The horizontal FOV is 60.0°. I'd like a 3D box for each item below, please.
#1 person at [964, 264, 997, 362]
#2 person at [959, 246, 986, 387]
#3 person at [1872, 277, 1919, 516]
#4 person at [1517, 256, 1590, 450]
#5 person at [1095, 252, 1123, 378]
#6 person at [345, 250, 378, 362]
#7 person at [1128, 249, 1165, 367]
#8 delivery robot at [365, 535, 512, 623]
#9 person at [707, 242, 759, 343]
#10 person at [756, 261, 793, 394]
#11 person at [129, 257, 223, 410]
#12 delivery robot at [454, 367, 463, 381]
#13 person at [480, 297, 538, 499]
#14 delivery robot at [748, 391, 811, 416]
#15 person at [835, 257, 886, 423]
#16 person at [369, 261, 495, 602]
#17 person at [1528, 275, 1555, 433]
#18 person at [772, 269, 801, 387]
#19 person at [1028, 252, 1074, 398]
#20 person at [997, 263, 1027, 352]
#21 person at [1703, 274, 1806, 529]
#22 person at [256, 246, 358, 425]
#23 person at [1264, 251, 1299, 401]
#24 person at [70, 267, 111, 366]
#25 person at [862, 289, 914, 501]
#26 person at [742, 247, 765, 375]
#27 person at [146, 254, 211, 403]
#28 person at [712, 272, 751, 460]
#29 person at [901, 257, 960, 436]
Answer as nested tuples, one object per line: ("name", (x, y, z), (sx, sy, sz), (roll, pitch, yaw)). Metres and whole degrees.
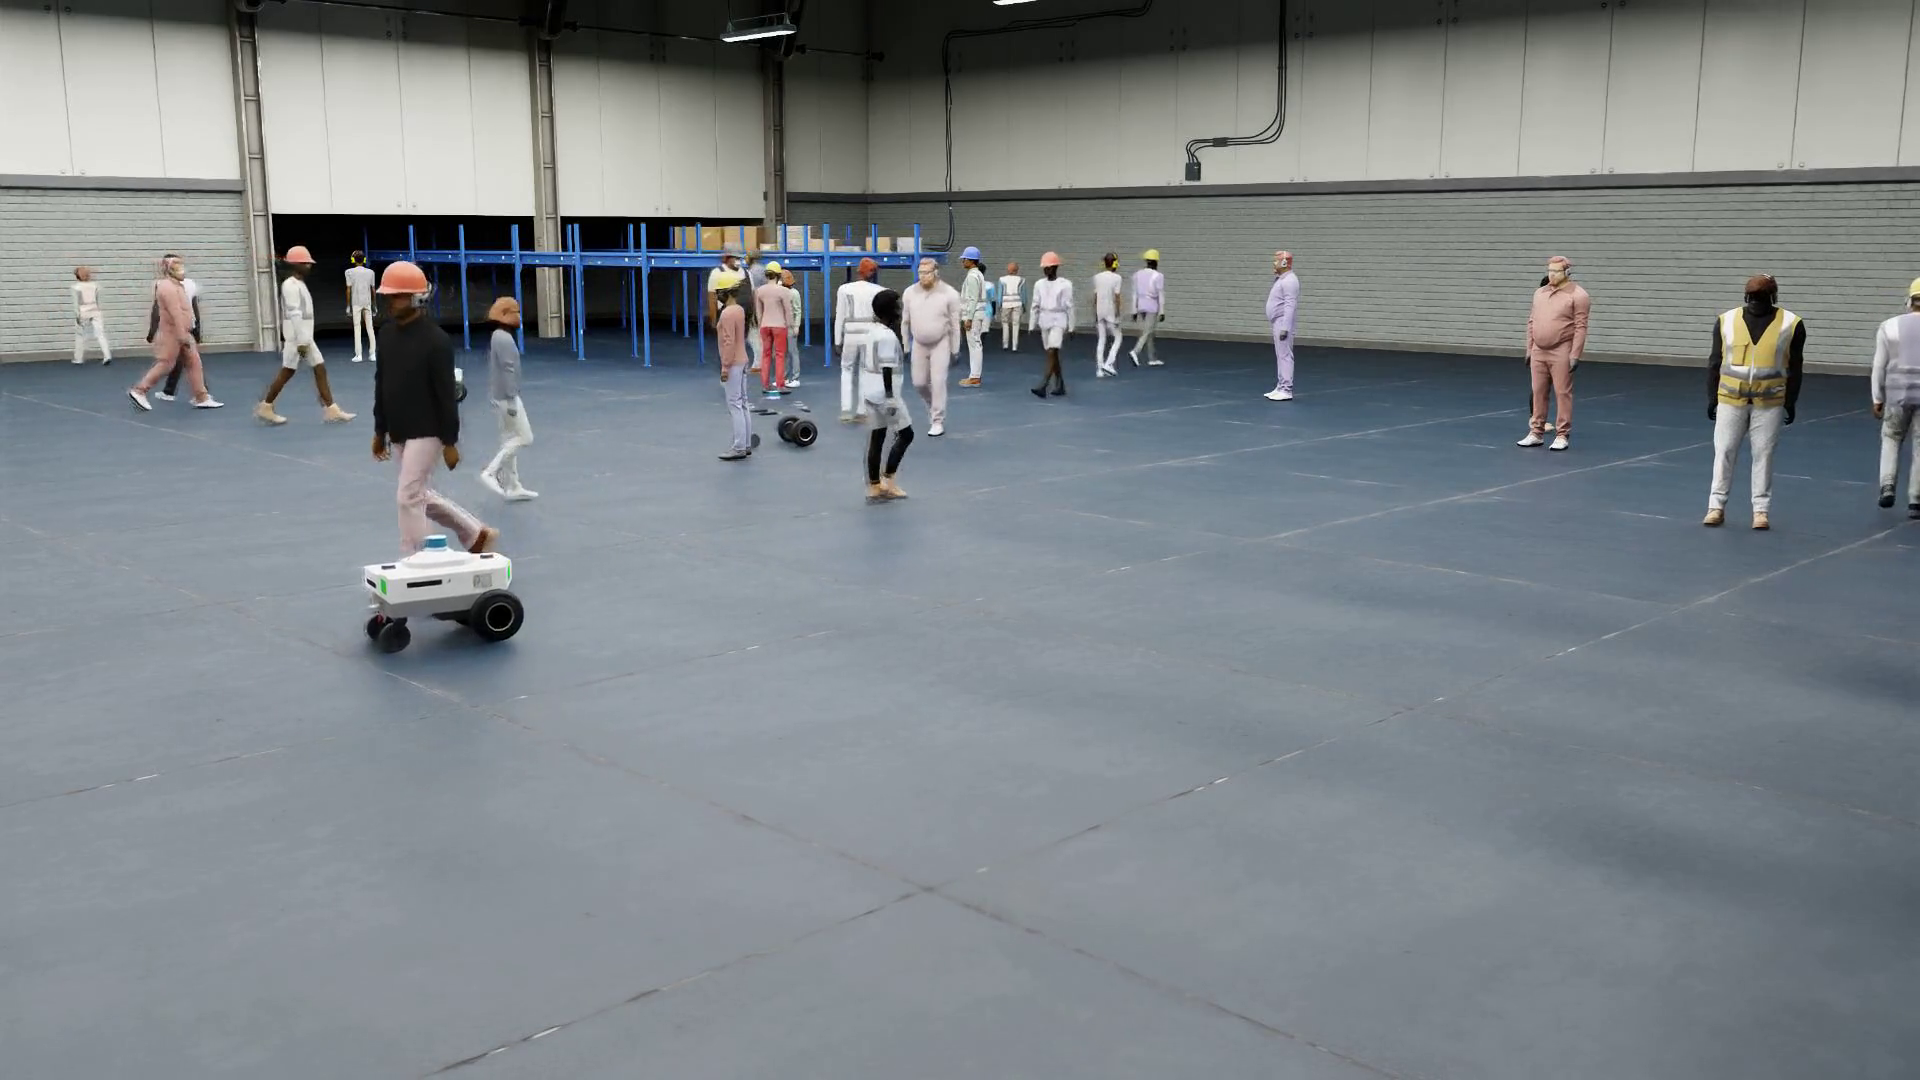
("person", (0.331, -3.598, 26.686), (0.538, 1.645, 0.884), (3, 11, 14))
("person", (0.179, -3.140, 23.397), (0.380, 1.951, 0.607), (1, 10, 6))
("person", (7.249, -1.092, 12.607), (0.599, 1.817, 0.426), (7, 12, 33))
("person", (5.889, -1.858, 16.528), (0.411, 1.908, 0.643), (-7, 13, -35))
("person", (2.196, -3.350, 24.826), (0.534, 1.855, 0.415), (8, 13, 38))
("person", (-10.088, -3.942, 28.026), (0.516, 1.865, 0.312), (-8, 13, -38))
("person", (3.009, -3.738, 26.822), (0.885, 1.899, 0.598), (-9, 14, -41))
("delivery robot", (-2.744, 0.217, 8.758), (0.707, 0.478, 0.477), (-7, 13, -33))
("person", (-3.057, -3.082, 22.952), (0.659, 2.000, 0.691), (10, 14, 44))
("person", (-2.480, -2.834, 22.243), (0.525, 1.768, 0.330), (5, 12, 27))
("person", (-9.611, -2.511, 20.230), (0.965, 1.863, 0.632), (-2, 11, -13))
("delivery robot", (-6.746, -2.076, 21.264), (0.707, 0.478, 0.477), (-6, 12, -30))
("person", (-3.604, -1.121, 13.251), (0.373, 1.620, 0.528), (-4, 11, -20))
("delivery robot", (-1.875, -1.398, 16.856), (0.698, 0.223, 0.335), (-5, 11, -24))
("person", (-1.122, -2.242, 18.707), (0.615, 1.869, 0.428), (-3, 11, -16))
("person", (-3.126, -0.648, 9.767), (0.617, 1.971, 0.873), (9, 13, 39))
("person", (6.346, -2.029, 18.031), (0.321, 1.696, 0.536), (3, 11, 18))
("person", (-2.428, -2.964, 23.301), (0.508, 1.632, 0.270), (10, 14, 43))
("person", (1.175, -2.819, 21.841), (0.567, 1.878, 0.996), (7, 13, 34))
("person", (0.953, -4.267, 30.474), (0.552, 1.603, 0.786), (0, 10, -1))
("person", (5.749, -1.005, 12.074), (0.624, 1.836, 0.430), (6, 12, 29))
("person", (-7.418, -2.283, 18.619), (1.063, 1.998, 0.622), (-2, 11, -9))
("person", (4.142, -2.762, 21.450), (0.405, 1.911, 0.636), (1, 10, 3))
("person", (-14.252, -3.662, 27.212), (0.855, 1.597, 0.513), (7, 13, 35))
("person", (-0.550, -1.144, 13.211), (0.435, 1.682, 0.552), (-3, 11, -17))
("person", (-3.162, -3.486, 25.339), (0.434, 1.928, 0.652), (0, 10, -2))
("person", (-9.968, -2.689, 21.179), (0.995, 1.875, 0.608), (4, 11, 19))
("person", (-2.182, -1.654, 15.804), (0.329, 1.765, 0.533), (1, 10, 7))
("person", (-0.289, -2.078, 17.803), (0.661, 1.886, 0.606), (3, 11, 17))
